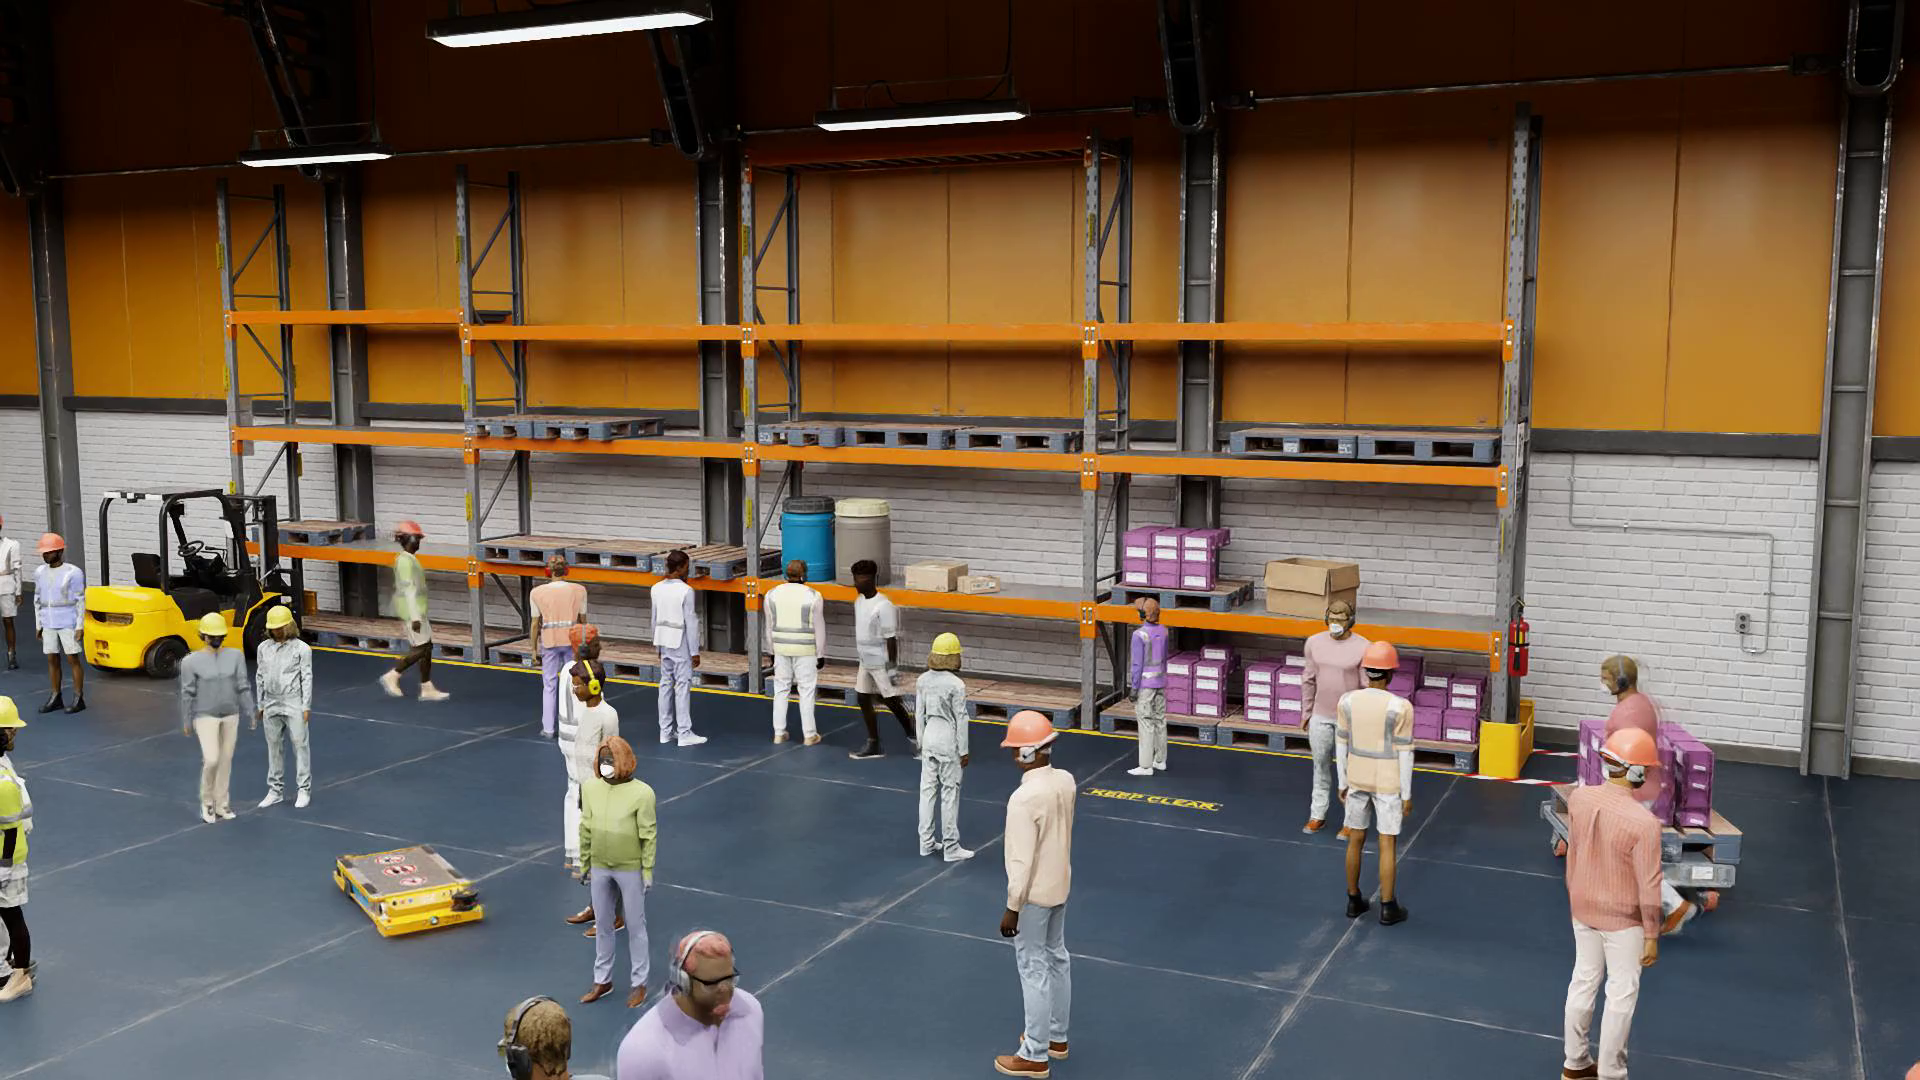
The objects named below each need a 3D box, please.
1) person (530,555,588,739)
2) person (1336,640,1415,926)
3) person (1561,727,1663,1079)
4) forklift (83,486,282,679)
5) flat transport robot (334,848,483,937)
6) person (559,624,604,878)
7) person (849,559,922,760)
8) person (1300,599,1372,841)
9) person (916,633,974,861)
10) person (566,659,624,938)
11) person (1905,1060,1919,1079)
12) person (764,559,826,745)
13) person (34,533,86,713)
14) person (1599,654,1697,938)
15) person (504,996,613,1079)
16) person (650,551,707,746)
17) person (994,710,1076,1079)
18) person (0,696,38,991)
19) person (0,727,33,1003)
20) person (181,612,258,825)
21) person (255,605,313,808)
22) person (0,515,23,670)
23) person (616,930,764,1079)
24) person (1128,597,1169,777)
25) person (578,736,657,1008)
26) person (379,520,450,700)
[{"bbox_3d":[-3.981,1.069,16.568,0.562,1.837,0.387,-3,7,-23],"label":"person"},{"bbox_3d":[2.846,1.647,11.370,0.548,1.936,0.378,5,9,38],"label":"person"},{"bbox_3d":[3.424,1.952,8.686,0.406,1.981,0.625,-3,7,-23],"label":"person"},{"bbox_3d":[-9.426,0.454,20.179,1.214,2.155,2.313,3,8,26],"label":"forklift"},{"bbox_3d":[-3.903,2.433,11.701,0.652,0.197,1.431,-5,8,-33],"label":"flat transport robot"},{"bbox_3d":[-2.800,1.555,12.352,0.337,1.882,0.584,-3,7,-23],"label":"person"},{"bbox_3d":[-0.699,1.129,15.761,0.670,1.925,0.651,-5,8,-34],"label":"person"},{"bbox_3d":[3.020,1.423,13.274,0.633,1.932,0.367,6,9,39],"label":"person"},{"bbox_3d":[-0.117,1.575,12.762,0.492,1.742,0.323,6,9,41],"label":"person"},{"bbox_3d":[-2.445,1.712,11.138,0.328,1.865,0.520,-4,8,-32],"label":"person"},{"bbox_3d":[2.783,2.438,4.946,0.875,1.905,0.570,4,8,27],"label":"person"},{"bbox_3d":[-1.606,1.099,16.355,0.621,1.835,0.431,2,7,16],"label":"person"},{"bbox_3d":[-9.577,0.886,17.662,0.552,1.935,0.374,1,7,7],"label":"person"},{"bbox_3d":[4.519,1.710,11.007,0.635,1.911,0.646,4,8,30],"label":"person"},{"bbox_3d":[-1.293,2.391,5.276,0.374,1.930,0.637,4,8,27],"label":"person"},{"bbox_3d":[-2.789,1.060,16.323,0.587,1.914,0.390,6,9,38],"label":"person"},{"bbox_3d":[0.406,1.904,9.028,0.388,1.991,0.609,4,8,29],"label":"person"},{"bbox_3d":[-5.897,1.850,10.186,0.403,1.818,0.606,-4,8,-31],"label":"person"},{"bbox_3d":[-5.824,1.926,10.040,0.535,1.700,0.318,6,9,40],"label":"person"},{"bbox_3d":[-6.088,1.459,13.677,0.448,1.749,0.533,6,9,40],"label":"person"},{"bbox_3d":[-5.747,1.411,14.135,0.485,1.740,0.303,0,7,4],"label":"person"},{"bbox_3d":[-11.552,0.608,19.952,0.546,1.939,0.375,-3,8,-25],"label":"person"},{"bbox_3d":[-0.874,2.332,6.002,0.643,1.862,0.917,-6,9,-41],"label":"person"},{"bbox_3d":[1.720,1.335,15.176,0.310,1.638,0.523,6,9,40],"label":"person"},{"bbox_3d":[-2.052,1.971,9.940,0.497,1.633,0.283,2,7,15],"label":"person"},{"bbox_3d":[-5.965,0.792,18.169,0.642,2.001,0.651,-1,7,-11],"label":"person"}]
